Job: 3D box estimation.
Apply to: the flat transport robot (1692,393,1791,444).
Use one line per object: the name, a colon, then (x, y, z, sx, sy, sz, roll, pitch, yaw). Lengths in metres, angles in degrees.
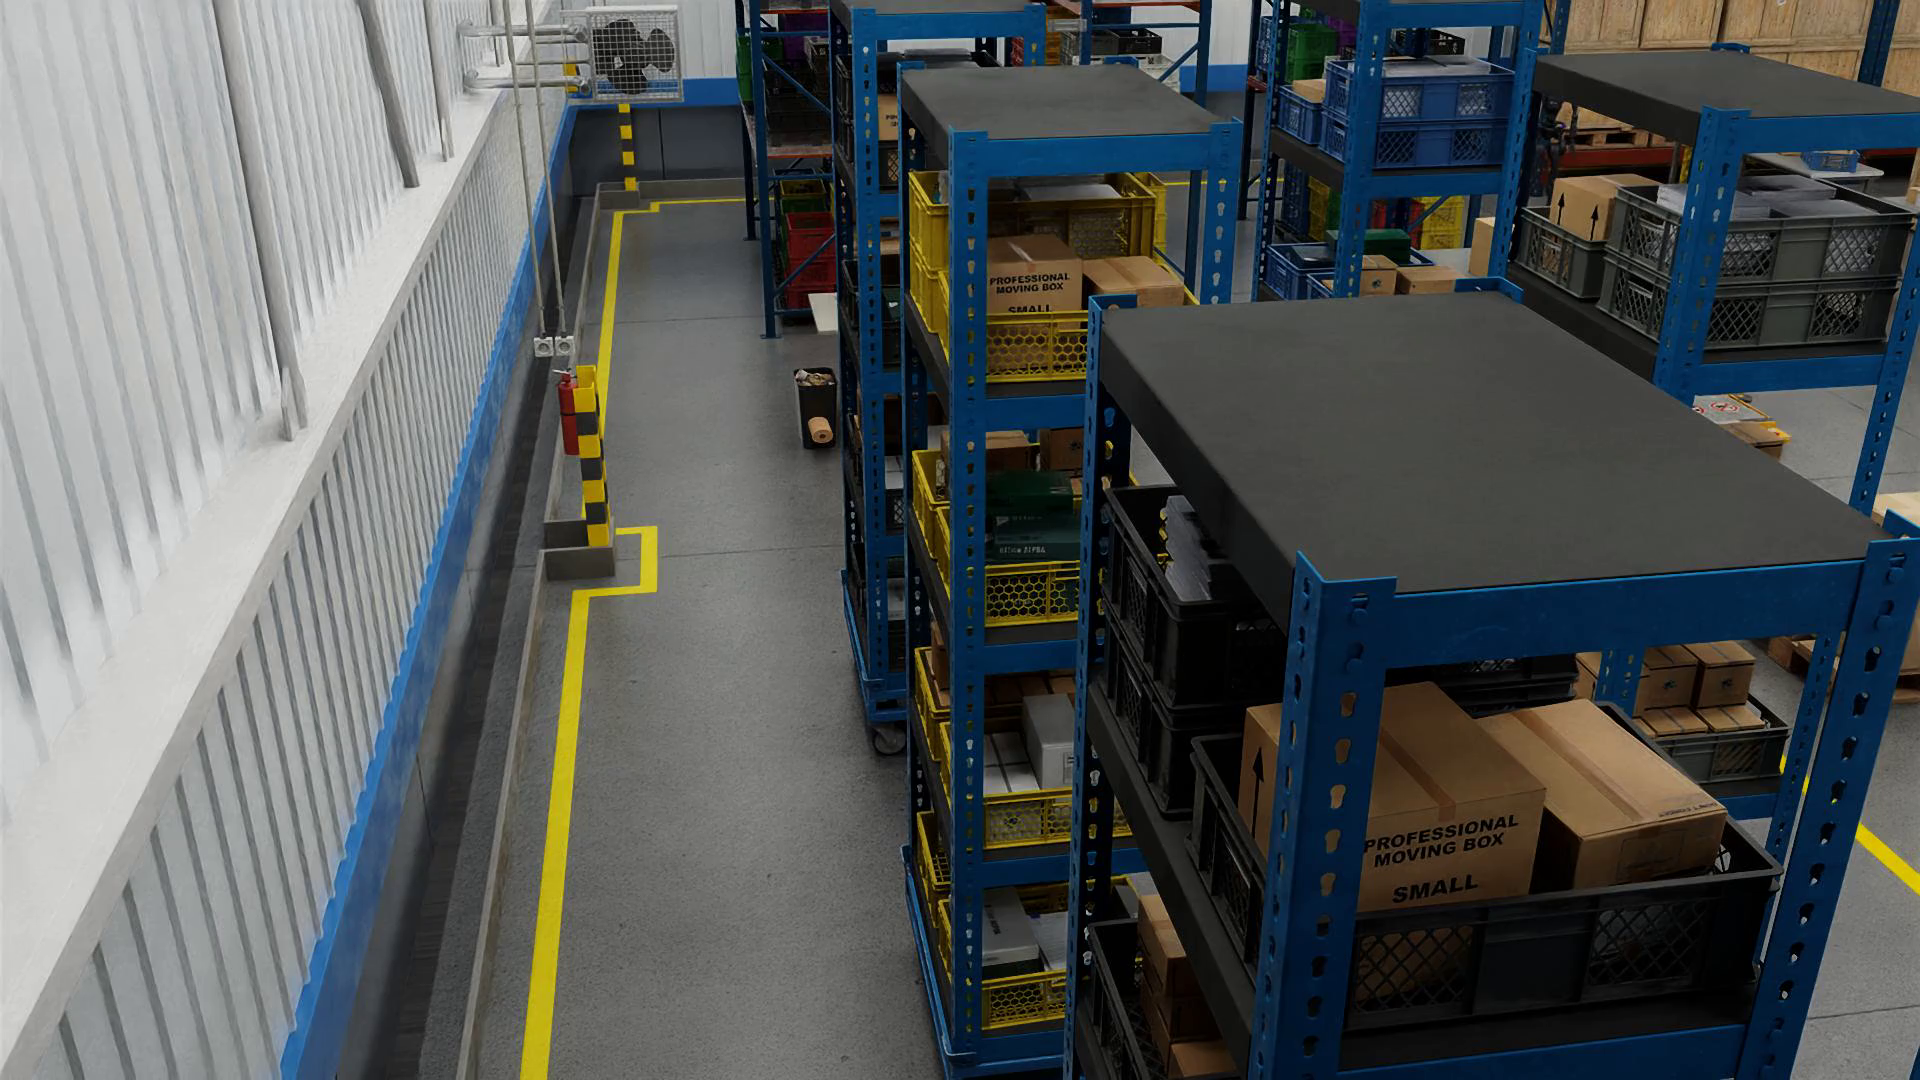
flat transport robot: (5.224, -0.859, 12.132, 1.431, 0.197, 0.652, -4, 25, -8)

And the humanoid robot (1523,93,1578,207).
humanoid robot: (6.378, -4.329, 18.019, 0.602, 1.649, 0.325, 5, 25, 12)
